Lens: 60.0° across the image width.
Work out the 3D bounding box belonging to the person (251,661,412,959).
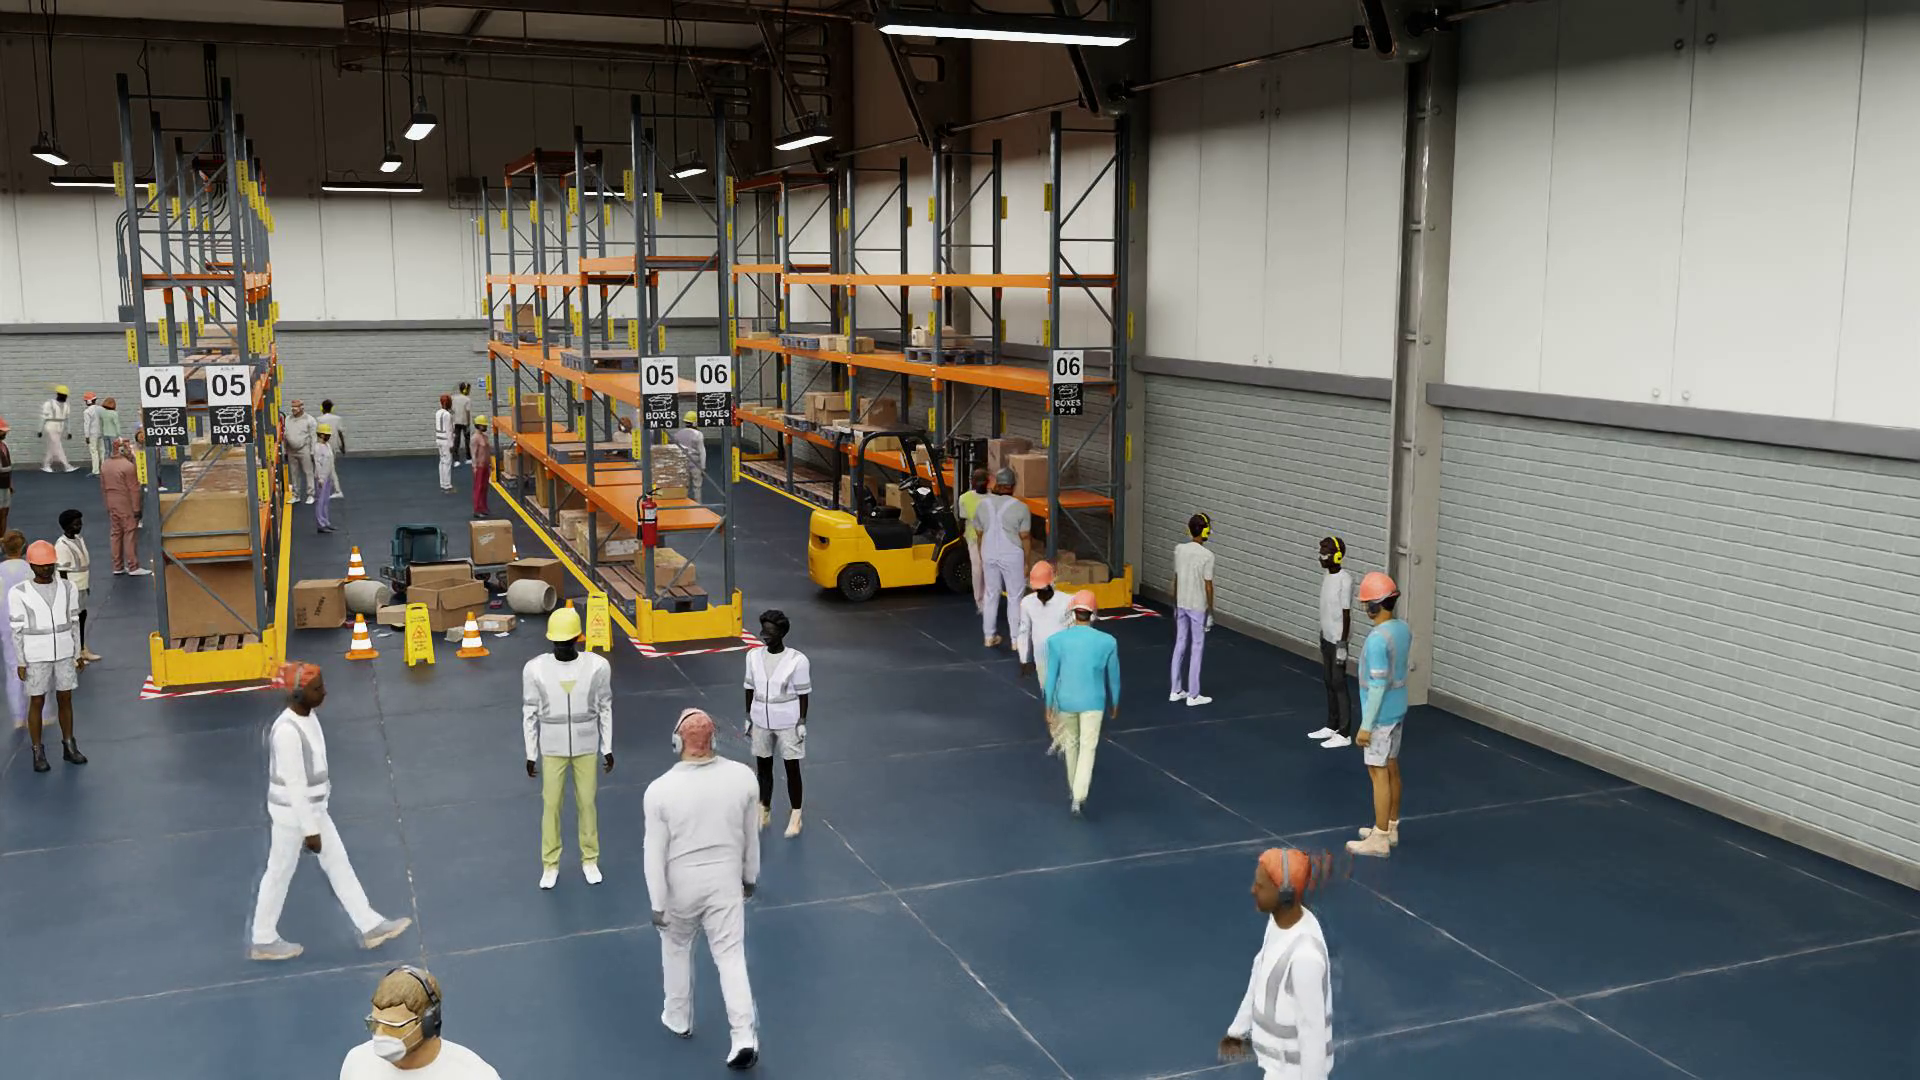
[{"bbox_3d":[-3.859,1.635,9.992,0.976,1.831,0.601,-1,9,-5],"label":"person"}]

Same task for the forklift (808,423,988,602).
[{"bbox_3d":[-0.830,-0.399,21.676,2.313,2.155,1.214,-4,10,-21],"label":"forklift"}]

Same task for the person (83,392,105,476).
[{"bbox_3d":[-17.877,-2.185,34.337,0.349,1.743,0.563,2,9,12],"label":"person"}]

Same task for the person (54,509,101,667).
[{"bbox_3d":[-9.372,0.506,17.578,0.320,1.686,0.539,-1,9,-7],"label":"person"}]

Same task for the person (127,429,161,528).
[{"bbox_3d":[-13.371,-1.005,27.268,0.518,1.631,0.316,-5,11,-31],"label":"person"}]

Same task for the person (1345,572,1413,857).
[{"bbox_3d":[2.979,1.239,11.870,0.392,2.034,0.605,6,11,32],"label":"person"}]

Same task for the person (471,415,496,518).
[{"bbox_3d":[-8.170,-1.259,28.456,0.324,1.763,0.528,2,9,11],"label":"person"}]

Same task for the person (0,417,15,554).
[{"bbox_3d":[-14.266,-0.813,24.759,0.393,2.041,0.614,-1,9,-4],"label":"person"}]

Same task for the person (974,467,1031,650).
[{"bbox_3d":[0.526,0.189,18.458,0.677,2.000,0.535,5,10,29],"label":"person"}]

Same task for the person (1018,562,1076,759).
[{"bbox_3d":[0.773,1.018,14.255,0.586,1.709,0.483,6,11,32],"label":"person"}]

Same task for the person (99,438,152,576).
[{"bbox_3d":[-11.513,-0.453,22.935,0.643,1.905,0.400,5,10,26],"label":"person"}]

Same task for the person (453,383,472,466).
[{"bbox_3d":[-10.807,-2.518,36.235,0.502,1.814,0.882,2,9,12],"label":"person"}]

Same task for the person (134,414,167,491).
[{"bbox_3d":[-15.520,-1.736,31.880,0.543,1.624,0.265,0,9,0],"label":"person"}]

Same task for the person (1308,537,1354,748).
[{"bbox_3d":[3.284,0.890,14.629,0.327,1.861,0.510,-2,9,-10],"label":"person"}]

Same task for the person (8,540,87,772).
[{"bbox_3d":[-7.628,0.958,13.938,0.355,1.938,0.545,8,12,40],"label":"person"}]

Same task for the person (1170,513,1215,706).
[{"bbox_3d":[2.256,0.668,16.038,0.337,1.860,0.500,-8,12,-41],"label":"person"}]

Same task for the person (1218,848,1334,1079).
[{"bbox_3d":[1.298,2.141,6.835,1.009,1.829,0.593,1,9,7],"label":"person"}]

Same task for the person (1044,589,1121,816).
[{"bbox_3d":[0.929,1.251,12.854,0.589,1.723,0.824,3,9,17],"label":"person"}]

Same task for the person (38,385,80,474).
[{"bbox_3d":[-18.876,-2.304,34.771,1.022,1.841,0.625,2,9,12],"label":"person"}]

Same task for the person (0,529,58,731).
[{"bbox_3d":[-8.530,0.816,15.130,0.511,1.843,0.328,-4,10,-21],"label":"person"}]

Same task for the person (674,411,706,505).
[{"bbox_3d":[-4.562,-1.277,28.335,0.586,1.835,0.403,4,10,25],"label":"person"}]

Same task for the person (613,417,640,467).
[{"bbox_3d":[-5.937,-1.381,29.618,0.503,1.632,0.274,2,9,10],"label":"person"}]

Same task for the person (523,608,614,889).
[{"bbox_3d":[-2.634,1.395,11.229,0.591,1.923,0.381,-3,9,-16],"label":"person"}]

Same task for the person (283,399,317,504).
[{"bbox_3d":[-11.957,-1.595,30.105,0.639,1.910,0.406,2,9,10],"label":"person"}]

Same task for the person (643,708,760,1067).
[{"bbox_3d":[-1.341,1.816,8.765,0.643,1.873,0.953,-4,10,-24],"label":"person"}]

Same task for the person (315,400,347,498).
[{"bbox_3d":[-11.846,-1.698,31.073,0.924,1.804,0.628,7,12,38],"label":"person"}]

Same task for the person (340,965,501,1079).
[{"bbox_3d":[-1.754,2.309,5.430,0.627,1.940,0.372,3,9,17],"label":"person"}]

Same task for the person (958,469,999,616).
[{"bbox_3d":[0.255,0.010,20.313,0.625,1.811,0.530,-3,9,-18],"label":"person"}]

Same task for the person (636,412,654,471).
[{"bbox_3d":[-6.001,-1.899,32.259,0.578,1.830,0.640,8,12,42],"label":"person"}]

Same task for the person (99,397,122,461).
[{"bbox_3d":[-17.486,-2.122,34.280,0.498,1.633,0.279,3,10,19],"label":"person"}]

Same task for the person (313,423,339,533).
[{"bbox_3d":[-10.235,-1.001,26.826,0.329,1.764,0.524,0,9,0],"label":"person"}]

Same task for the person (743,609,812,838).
[{"bbox_3d":[-1.356,1.345,12.262,0.540,1.696,0.316,3,10,19],"label":"person"}]

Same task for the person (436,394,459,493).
[{"bbox_3d":[-9.794,-1.834,31.708,0.359,1.880,0.575,-6,11,-34],"label":"person"}]
